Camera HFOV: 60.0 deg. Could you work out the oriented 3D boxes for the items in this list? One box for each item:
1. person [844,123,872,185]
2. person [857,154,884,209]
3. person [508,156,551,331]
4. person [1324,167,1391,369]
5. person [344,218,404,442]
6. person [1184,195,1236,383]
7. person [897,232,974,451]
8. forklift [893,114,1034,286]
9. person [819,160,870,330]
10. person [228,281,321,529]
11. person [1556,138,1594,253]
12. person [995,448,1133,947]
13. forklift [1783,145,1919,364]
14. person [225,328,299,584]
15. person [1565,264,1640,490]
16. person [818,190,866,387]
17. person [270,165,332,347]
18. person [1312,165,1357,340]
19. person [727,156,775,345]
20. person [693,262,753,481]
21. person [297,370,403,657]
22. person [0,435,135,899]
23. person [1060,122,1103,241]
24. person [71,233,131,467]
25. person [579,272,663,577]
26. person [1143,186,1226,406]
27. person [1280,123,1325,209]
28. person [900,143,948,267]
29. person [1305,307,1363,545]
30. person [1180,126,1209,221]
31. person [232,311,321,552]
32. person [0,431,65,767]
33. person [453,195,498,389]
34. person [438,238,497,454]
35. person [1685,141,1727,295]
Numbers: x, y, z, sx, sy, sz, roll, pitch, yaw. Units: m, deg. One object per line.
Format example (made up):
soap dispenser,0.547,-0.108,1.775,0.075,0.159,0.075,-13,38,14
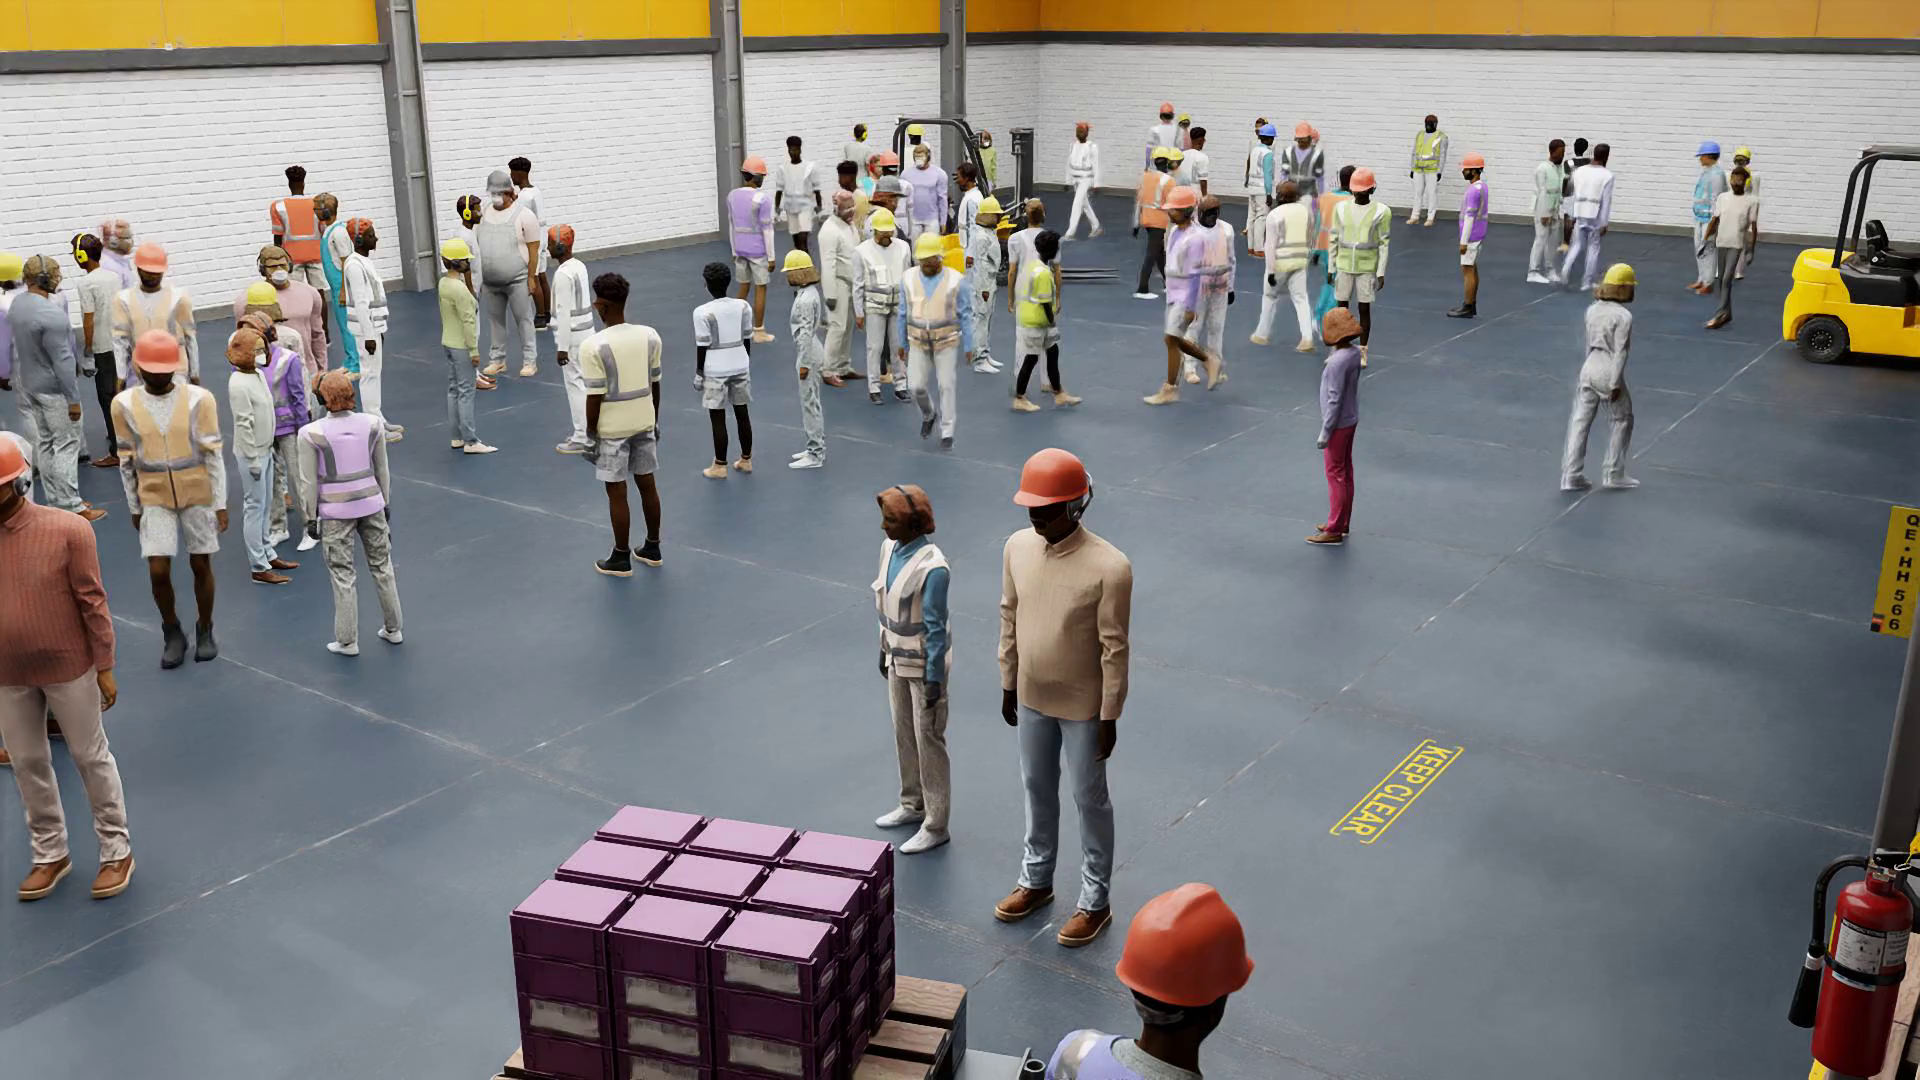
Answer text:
person,-1.559,-5.544,25.913,0.540,1.841,0.712,7,19,21
person,-1.058,-3.863,20.658,0.372,1.843,0.579,13,22,36
person,-4.896,-3.373,18.951,0.385,1.957,0.603,1,18,2
person,4.023,-2.755,16.886,0.605,2.034,0.389,8,20,25
person,-4.978,-1.770,14.051,0.355,1.882,0.575,-4,18,-14
person,2.396,-2.444,16.249,0.635,1.830,0.429,-6,19,-18
person,-0.196,-1.639,13.772,0.678,1.810,0.446,3,18,10
forklift,-0.171,-4.594,22.377,2.313,2.155,1.214,1,18,3
person,-1.255,-3.322,18.855,0.970,1.909,0.617,-3,18,-10
person,-4.814,-0.941,11.684,0.492,1.741,0.318,-5,18,-15
person,9.250,-5.172,24.988,0.540,1.695,0.318,-3,18,-9
person,0.379,0.605,6.454,0.613,1.988,0.406,14,23,38
forklift,9.803,-2.879,17.013,2.313,2.155,1.214,12,21,33
person,-4.468,-0.541,10.607,0.285,1.632,0.499,-3,18,-8
person,4.944,-1.226,12.587,0.707,1.716,0.499,-6,19,-19
person,-1.127,-2.439,16.133,0.396,1.898,0.685,5,18,15
person,-7.057,-3.037,17.900,0.615,1.954,0.376,-10,20,-27
person,4.155,-3.167,18.370,0.437,1.907,0.649,-11,21,-31
person,-2.243,-3.150,18.136,0.615,2.029,0.409,13,22,35
person,-1.833,-1.307,12.907,0.532,1.693,0.319,-16,24,-41
person,-3.445,-0.151,9.398,0.318,1.629,0.509,17,24,42
person,-3.745,0.521,6.731,0.626,1.980,0.408,-2,18,-7
person,1.965,-5.702,26.432,0.970,1.846,0.585,-13,22,-35
person,-6.837,-1.511,13.292,0.341,1.856,0.523,1,18,4
person,-2.170,-0.738,10.684,0.368,1.967,0.602,14,23,38
person,2.111,-2.241,15.315,0.783,2.019,0.614,-5,18,-15
person,4.921,-5.012,24.033,0.600,1.983,1.026,10,20,28
person,-0.459,-4.048,21.104,0.635,1.931,0.379,5,18,15
person,2.566,-0.776,11.340,0.279,1.633,0.499,9,20,27
person,3.315,-4.889,23.688,0.380,1.955,0.607,-12,21,-32
person,-4.618,-0.733,11.213,0.524,1.631,0.314,3,18,9
person,-4.619,0.134,7.987,0.400,1.945,0.615,0,18,-2
person,-4.684,-2.374,15.982,0.324,1.861,0.510,-6,19,-18
person,-4.083,-1.589,13.672,0.316,1.769,0.525,-13,22,-35
person,9.593,-4.135,21.368,0.408,1.936,0.652,1,18,5
